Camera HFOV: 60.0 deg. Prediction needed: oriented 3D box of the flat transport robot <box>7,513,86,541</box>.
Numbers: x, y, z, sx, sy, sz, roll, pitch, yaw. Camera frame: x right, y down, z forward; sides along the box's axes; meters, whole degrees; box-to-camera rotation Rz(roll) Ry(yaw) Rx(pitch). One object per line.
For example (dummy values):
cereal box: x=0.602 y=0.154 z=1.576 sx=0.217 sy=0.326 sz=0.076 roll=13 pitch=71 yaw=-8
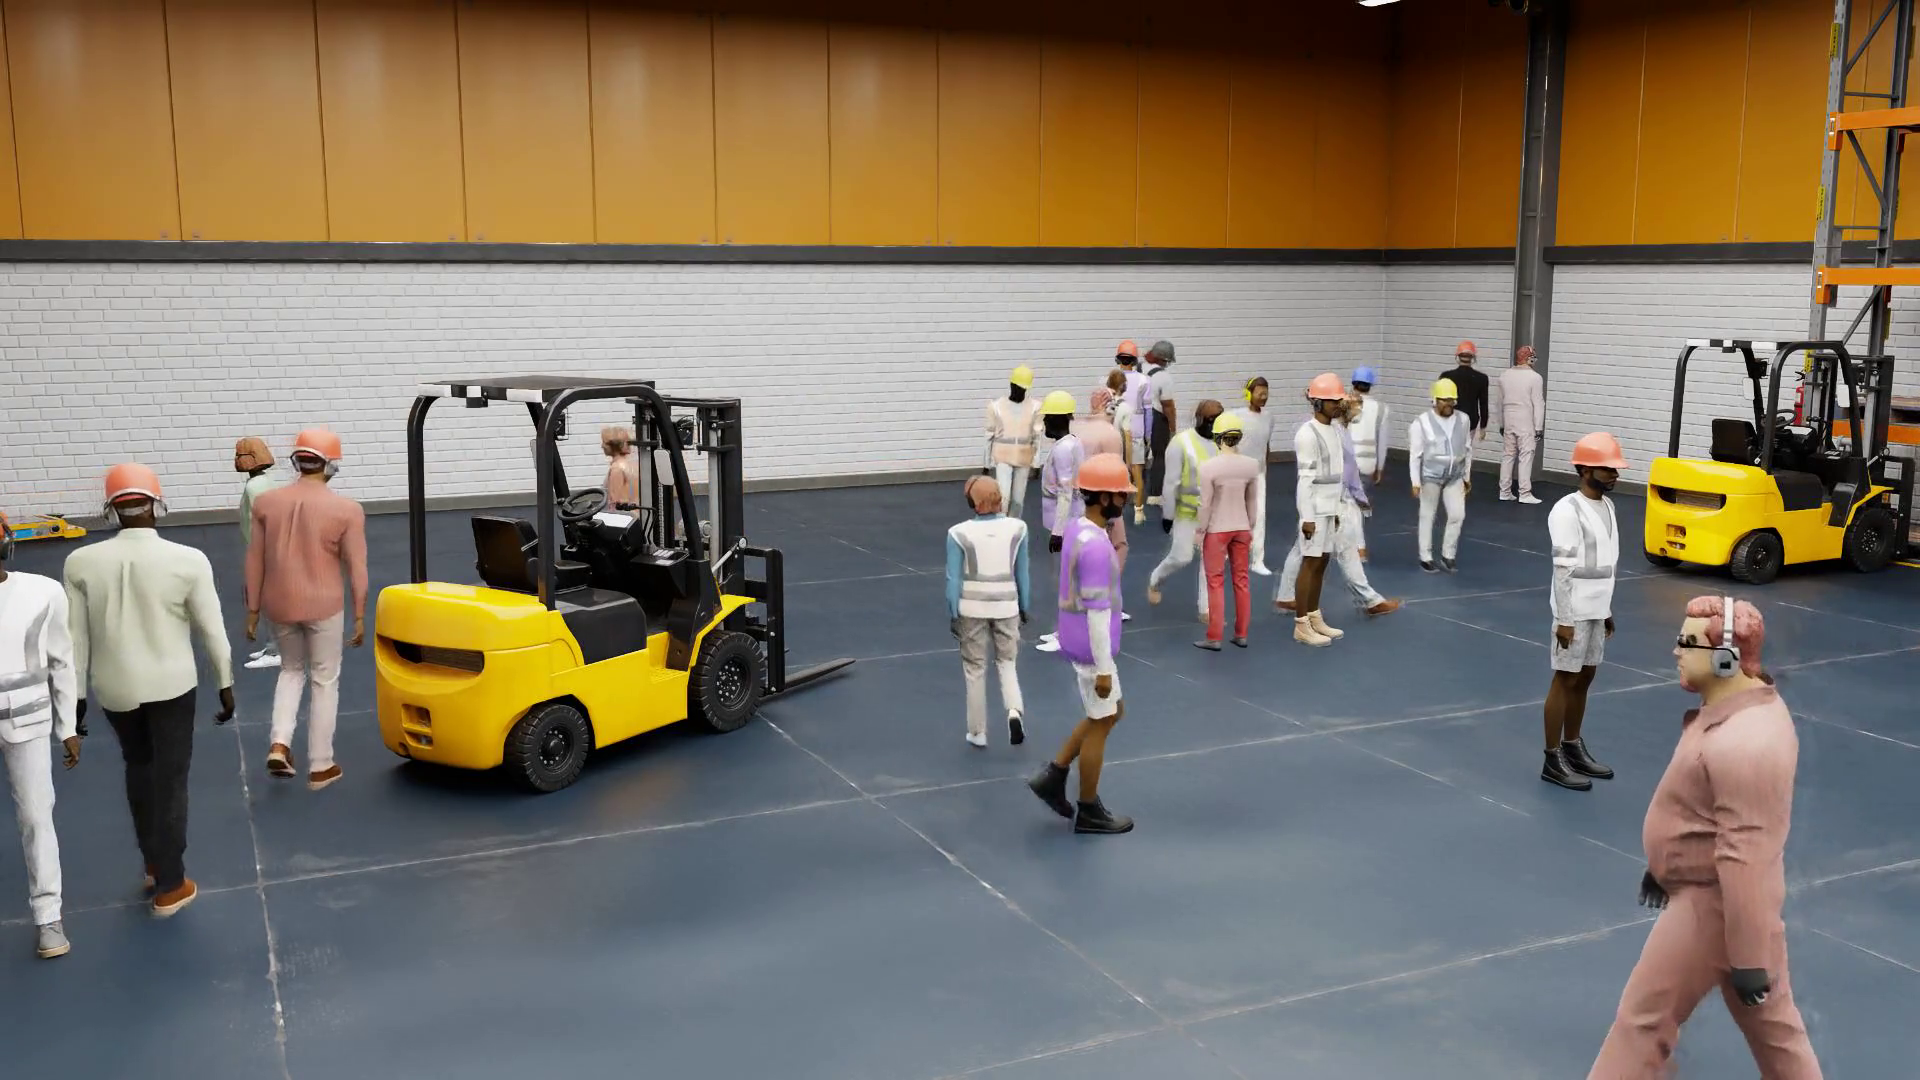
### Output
flat transport robot: x=-9.879 y=-0.088 z=17.107 sx=0.652 sy=0.197 sz=1.431 roll=8 pitch=12 yaw=40

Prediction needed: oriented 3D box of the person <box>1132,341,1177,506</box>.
person: x=2.333 y=-1.437 z=20.001 sx=0.534 sy=2.000 sz=0.762 roll=-8 pitch=12 yaw=-42

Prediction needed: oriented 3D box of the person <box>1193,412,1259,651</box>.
person: x=1.958 y=-0.061 z=12.312 sx=0.533 sy=1.768 sz=0.310 roll=-4 pitch=10 yaw=-25

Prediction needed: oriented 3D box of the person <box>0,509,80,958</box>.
person: x=-3.877 y=0.784 z=6.707 sx=0.581 sy=1.882 sz=0.339 roll=-5 pitch=10 yaw=-27

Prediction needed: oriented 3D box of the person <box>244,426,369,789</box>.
person: x=-3.532 y=0.366 z=9.058 sx=0.656 sy=1.961 sz=0.552 roll=0 pitch=9 yaw=1

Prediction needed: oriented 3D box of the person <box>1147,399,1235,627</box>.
person: x=1.856 y=-0.239 z=13.311 sx=0.640 sy=1.810 sz=0.753 roll=-4 pitch=10 yaw=-25

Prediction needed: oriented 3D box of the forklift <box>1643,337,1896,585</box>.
forklift: x=7.551 y=-0.789 z=15.507 sx=2.313 sy=2.155 sz=1.214 roll=-4 pitch=10 yaw=-25

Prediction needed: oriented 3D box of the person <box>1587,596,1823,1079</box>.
person: x=2.218 y=1.078 z=4.988 sx=1.007 sy=1.854 sz=0.645 roll=6 pitch=11 yaw=31

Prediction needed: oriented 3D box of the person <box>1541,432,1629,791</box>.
person: x=3.414 y=0.377 z=9.060 sx=0.543 sy=1.939 sz=0.360 roll=-9 pitch=13 yaw=-44

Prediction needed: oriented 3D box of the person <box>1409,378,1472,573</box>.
person: x=4.451 y=-0.581 z=15.361 sx=0.642 sy=1.821 sz=0.528 roll=-2 pitch=9 yaw=-10

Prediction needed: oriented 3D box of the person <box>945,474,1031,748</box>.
person: x=0.180 y=0.436 z=9.661 sx=0.524 sy=1.620 sz=0.456 roll=-2 pitch=9 yaw=-14

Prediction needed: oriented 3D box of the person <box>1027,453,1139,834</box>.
person: x=0.647 y=0.523 z=8.195 sx=0.445 sy=1.923 sz=0.580 roll=-1 pitch=9 yaw=-4

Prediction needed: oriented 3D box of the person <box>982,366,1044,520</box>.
person: x=0.522 y=-0.819 z=16.695 sx=0.618 sy=1.884 sz=0.831 roll=-1 pitch=9 yaw=-7

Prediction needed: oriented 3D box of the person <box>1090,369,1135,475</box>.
person: x=1.469 y=-0.802 z=16.755 sx=0.555 sy=1.818 sz=0.607 roll=6 pitch=11 yaw=32

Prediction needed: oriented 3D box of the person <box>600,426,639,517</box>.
person: x=-2.556 y=-0.078 z=12.871 sx=0.621 sy=1.619 sz=0.522 roll=-1 pitch=9 yaw=-8

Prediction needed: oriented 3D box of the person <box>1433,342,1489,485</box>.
person: x=6.076 y=-1.433 z=20.264 sx=0.613 sy=1.935 sz=1.000 roll=0 pitch=9 yaw=3

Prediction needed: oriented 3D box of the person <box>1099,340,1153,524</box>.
person: x=1.838 y=-1.194 z=18.485 sx=0.609 sy=2.044 sz=0.396 roll=1 pitch=9 yaw=7

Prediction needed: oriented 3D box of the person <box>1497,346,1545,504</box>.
person: x=6.814 y=-1.393 z=20.143 sx=0.402 sy=1.906 sz=0.651 roll=-5 pitch=11 yaw=-31

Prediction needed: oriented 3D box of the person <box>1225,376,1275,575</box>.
person: x=2.669 y=-0.623 z=15.596 sx=0.523 sy=1.835 sz=0.816 roll=-3 pitch=10 yaw=-17

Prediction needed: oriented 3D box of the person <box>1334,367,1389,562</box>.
person: x=3.847 y=-0.738 z=16.205 sx=0.610 sy=1.878 sz=1.051 roll=-2 pitch=9 yaw=-10

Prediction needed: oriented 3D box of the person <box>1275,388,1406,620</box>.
person: x=3.047 y=-0.285 z=13.345 sx=1.053 sy=1.871 sz=0.657 roll=2 pitch=9 yaw=14

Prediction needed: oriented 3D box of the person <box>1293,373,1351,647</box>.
person: x=2.726 y=-0.230 z=12.502 sx=0.373 sy=2.042 sz=0.614 roll=5 pitch=11 yaw=31

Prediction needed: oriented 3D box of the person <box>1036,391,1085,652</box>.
person: x=0.738 y=-0.137 z=12.283 sx=0.367 sy=1.926 sz=0.594 roll=1 pitch=9 yaw=9

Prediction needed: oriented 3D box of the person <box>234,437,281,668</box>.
person: x=-4.978 y=0.085 z=11.816 sx=0.279 sy=1.633 sz=0.500 roll=-2 pitch=9 yaw=-14

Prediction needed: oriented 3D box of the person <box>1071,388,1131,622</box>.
person: x=1.116 y=-0.270 z=13.263 sx=0.598 sy=1.874 sz=0.665 roll=-6 pitch=11 yaw=-33

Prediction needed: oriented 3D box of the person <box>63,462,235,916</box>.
person: x=-3.562 y=0.631 z=7.401 sx=0.666 sy=1.959 sz=0.760 roll=-1 pitch=9 yaw=-9

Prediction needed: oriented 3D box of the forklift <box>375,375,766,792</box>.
forklift: x=-2.268 y=0.149 z=9.685 sx=1.214 sy=2.155 sz=2.313 roll=6 pitch=11 yaw=32
